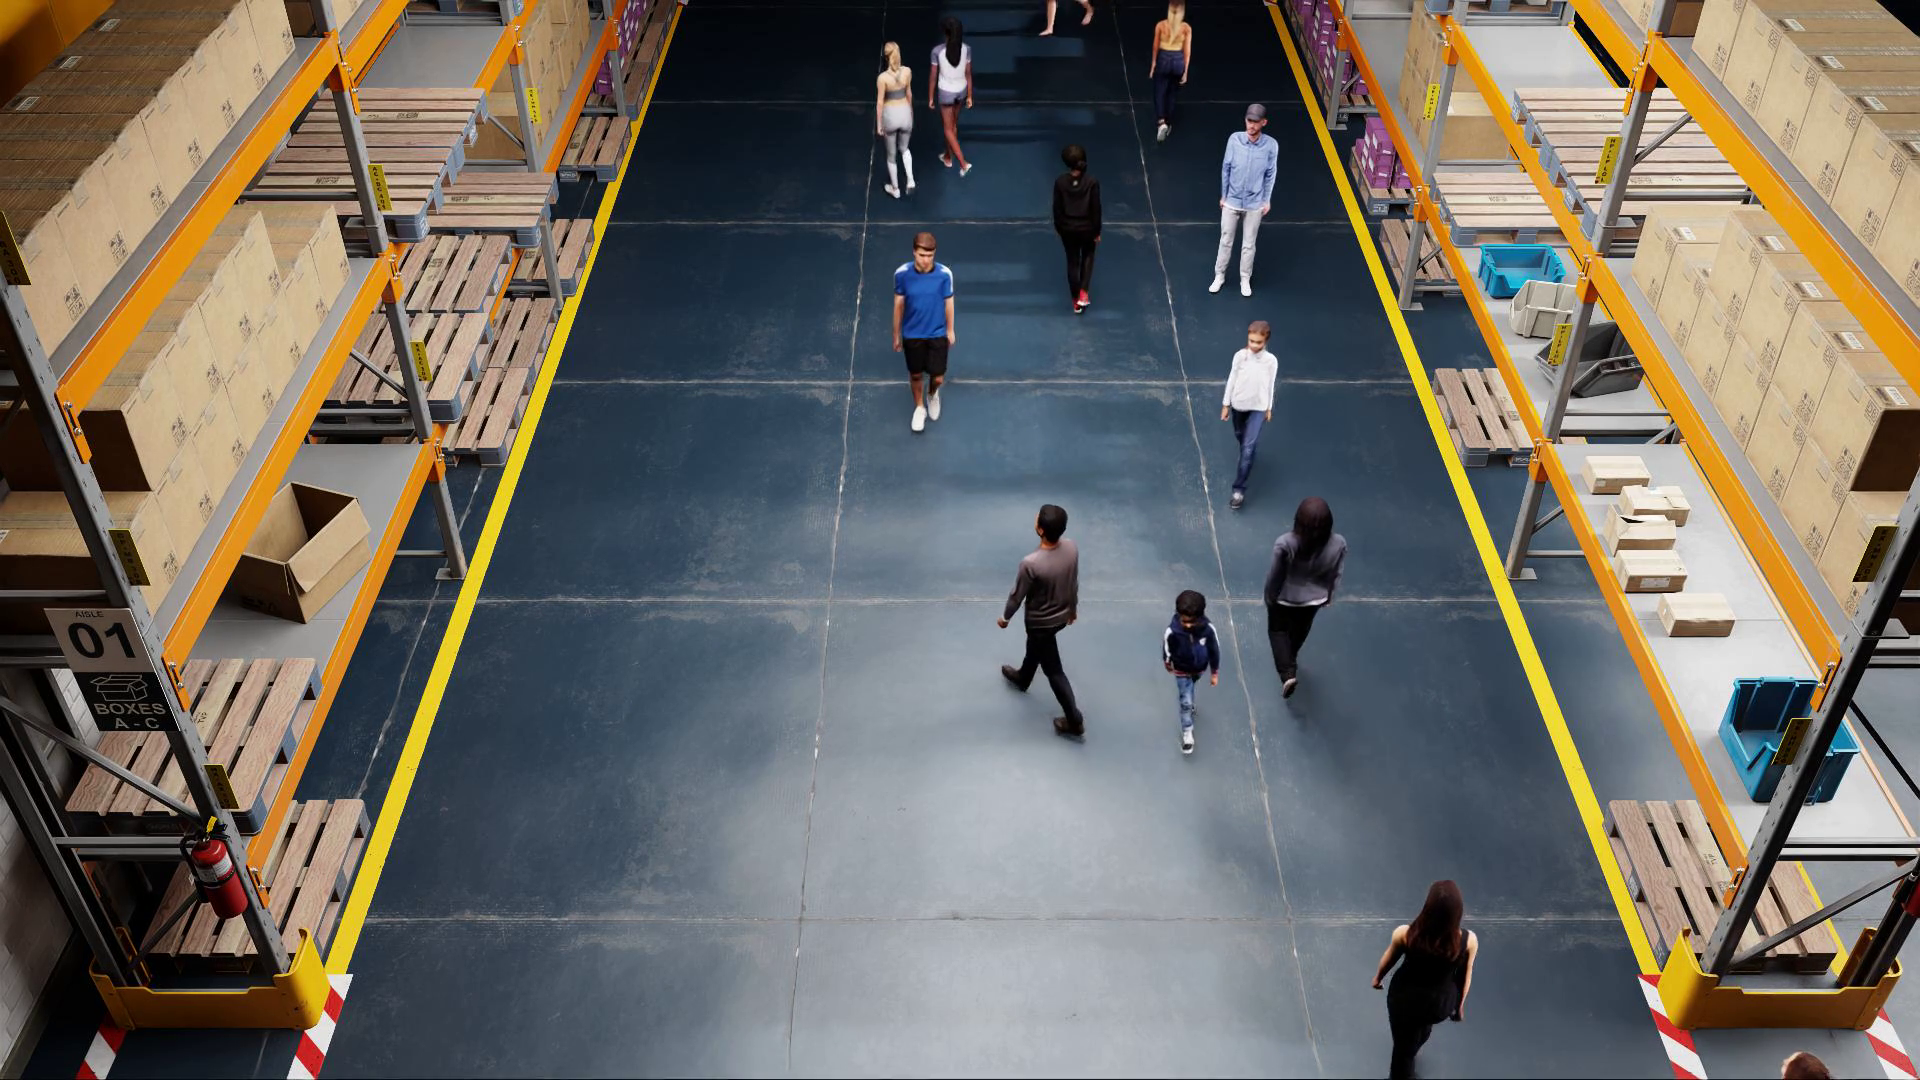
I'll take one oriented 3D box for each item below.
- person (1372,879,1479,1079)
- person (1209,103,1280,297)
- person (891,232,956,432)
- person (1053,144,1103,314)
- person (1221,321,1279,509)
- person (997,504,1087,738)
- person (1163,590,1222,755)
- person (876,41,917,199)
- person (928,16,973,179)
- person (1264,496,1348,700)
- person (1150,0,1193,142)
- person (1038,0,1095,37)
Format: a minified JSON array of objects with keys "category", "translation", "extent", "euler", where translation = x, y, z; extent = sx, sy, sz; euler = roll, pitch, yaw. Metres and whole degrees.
[{"category":"person","translation":[2.421,2.462,8.695],"extent":[0.644,1.674,0.787],"euler":[3,39,4]},{"category":"person","translation":[2.675,-3.207,15.623],"extent":[0.711,1.888,0.673],"euler":[10,40,12]},{"category":"person","translation":[-0.285,-1.788,13.872],"extent":[0.677,1.855,0.690],"euler":[2,39,2]},{"category":"person","translation":[1.075,-2.821,15.327],"extent":[0.658,1.654,0.635],"euler":[7,39,9]},{"category":"person","translation":[2.329,-1.103,13.281],"extent":[0.802,1.522,1.146],"euler":[14,41,16]},{"category":"person","translation":[0.626,0.577,11.014],"extent":[1.109,1.726,1.174],"euler":[-20,43,-23]},{"category":"person","translation":[1.552,0.783,11.187],"extent":[0.549,1.189,0.861],"euler":[-3,39,-3]},{"category":"person","translation":[-0.614,-4.272,17.113],"extent":[0.741,1.693,0.869],"euler":[-16,41,-19]},{"category":"person","translation":[-0.065,-4.640,17.570],"extent":[0.902,1.698,1.145],"euler":[-12,40,-15]},{"category":"person","translation":[2.331,0.395,11.360],"extent":[0.726,1.579,0.931],"euler":[-4,39,-5]},{"category":"person","translation":[2.293,-5.137,18.258],"extent":[0.623,1.615,0.936],"euler":[4,39,4]},{"category":"person","translation":[1.396,-7.158,20.737],"extent":[1.084,1.679,1.075],"euler":[-28,47,-31]}]
